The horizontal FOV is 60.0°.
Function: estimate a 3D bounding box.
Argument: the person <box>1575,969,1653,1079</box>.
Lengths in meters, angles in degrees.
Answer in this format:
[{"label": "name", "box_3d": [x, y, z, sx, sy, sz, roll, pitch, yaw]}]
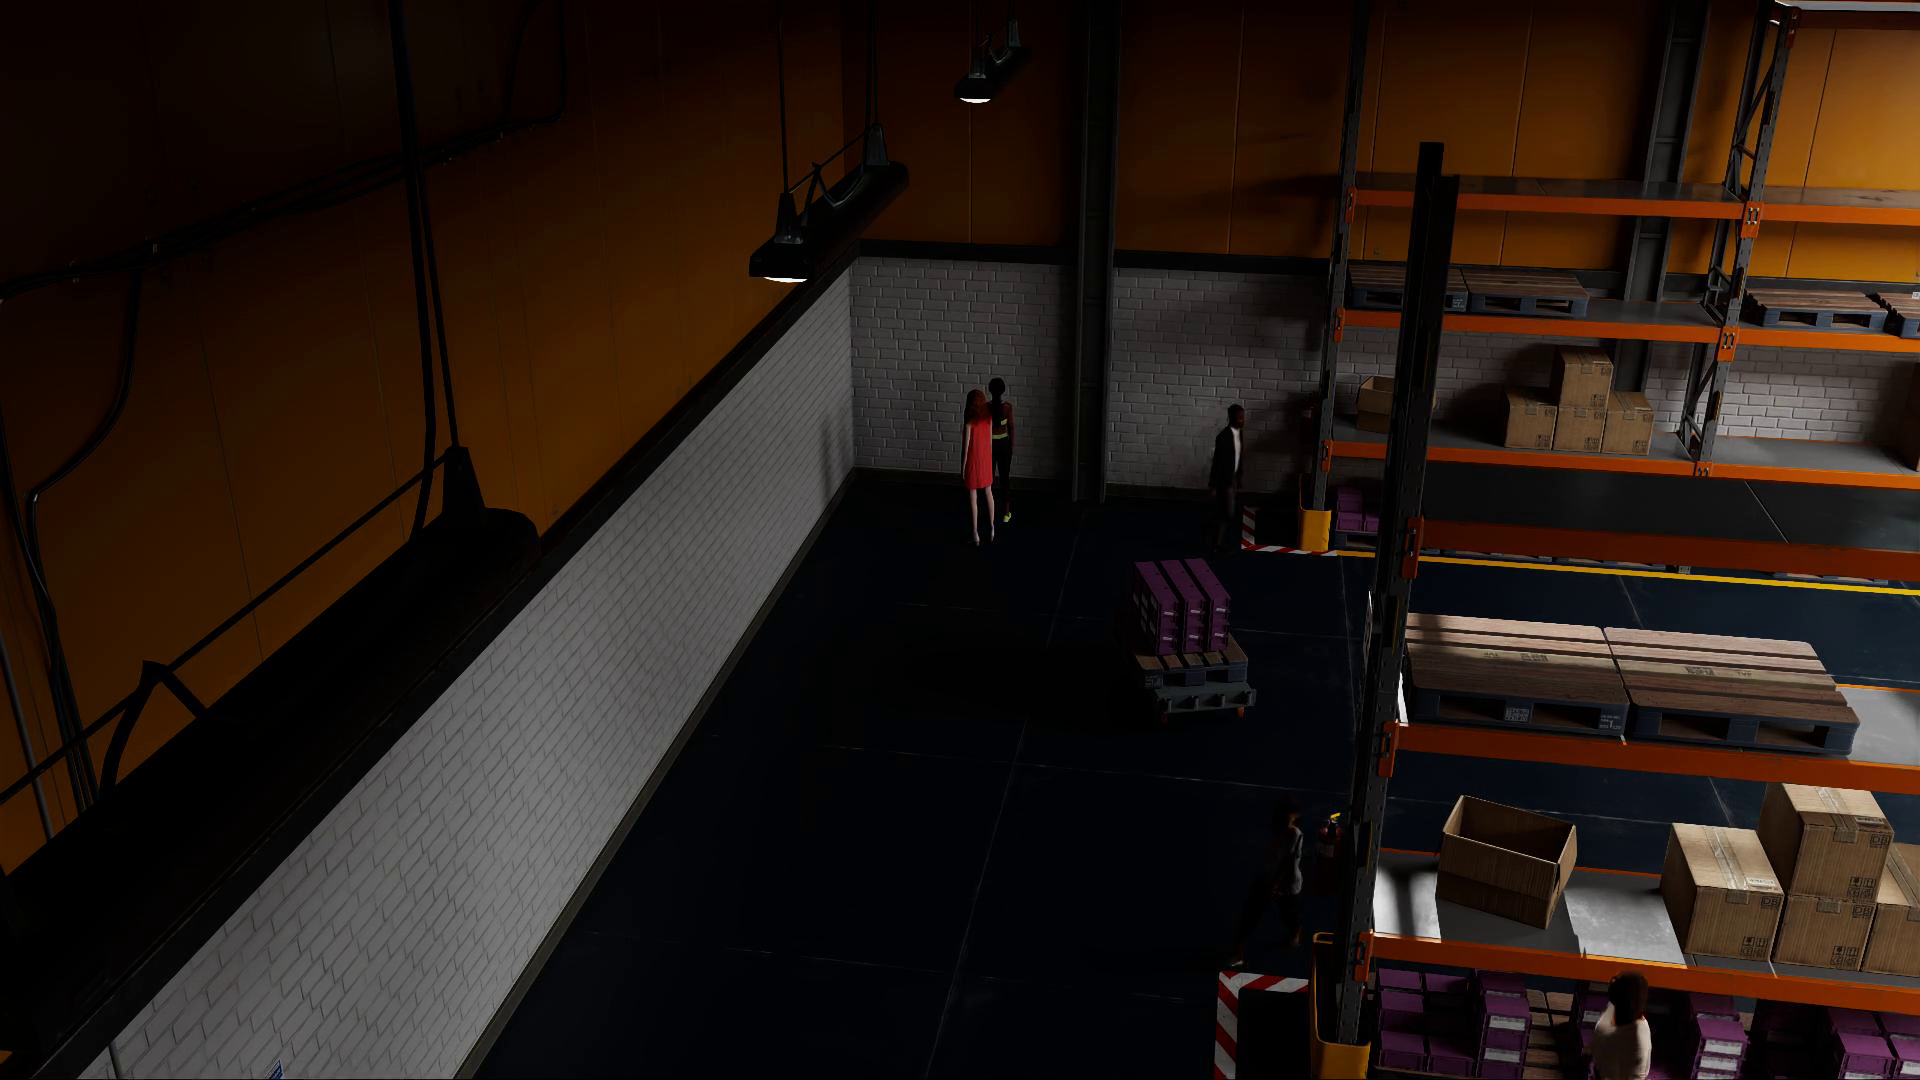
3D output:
[{"label": "person", "box_3d": [3.948, 3.216, 9.765, 0.578, 1.668, 0.616, 3, 24, 6]}]

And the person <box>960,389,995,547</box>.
[{"label": "person", "box_3d": [0.213, -0.823, 18.811, 0.667, 1.823, 0.705, -20, 30, -37]}]

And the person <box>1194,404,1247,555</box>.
[{"label": "person", "box_3d": [2.867, -0.682, 18.545, 0.842, 1.779, 0.790, 13, 27, 27]}]

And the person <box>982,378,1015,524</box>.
[{"label": "person", "box_3d": [0.425, -1.046, 19.408, 0.531, 1.754, 0.681, -2, 24, -6]}]

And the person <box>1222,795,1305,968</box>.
[{"label": "person", "box_3d": [2.361, 2.388, 11.962, 0.972, 1.427, 0.952, -16, 28, -33]}]
